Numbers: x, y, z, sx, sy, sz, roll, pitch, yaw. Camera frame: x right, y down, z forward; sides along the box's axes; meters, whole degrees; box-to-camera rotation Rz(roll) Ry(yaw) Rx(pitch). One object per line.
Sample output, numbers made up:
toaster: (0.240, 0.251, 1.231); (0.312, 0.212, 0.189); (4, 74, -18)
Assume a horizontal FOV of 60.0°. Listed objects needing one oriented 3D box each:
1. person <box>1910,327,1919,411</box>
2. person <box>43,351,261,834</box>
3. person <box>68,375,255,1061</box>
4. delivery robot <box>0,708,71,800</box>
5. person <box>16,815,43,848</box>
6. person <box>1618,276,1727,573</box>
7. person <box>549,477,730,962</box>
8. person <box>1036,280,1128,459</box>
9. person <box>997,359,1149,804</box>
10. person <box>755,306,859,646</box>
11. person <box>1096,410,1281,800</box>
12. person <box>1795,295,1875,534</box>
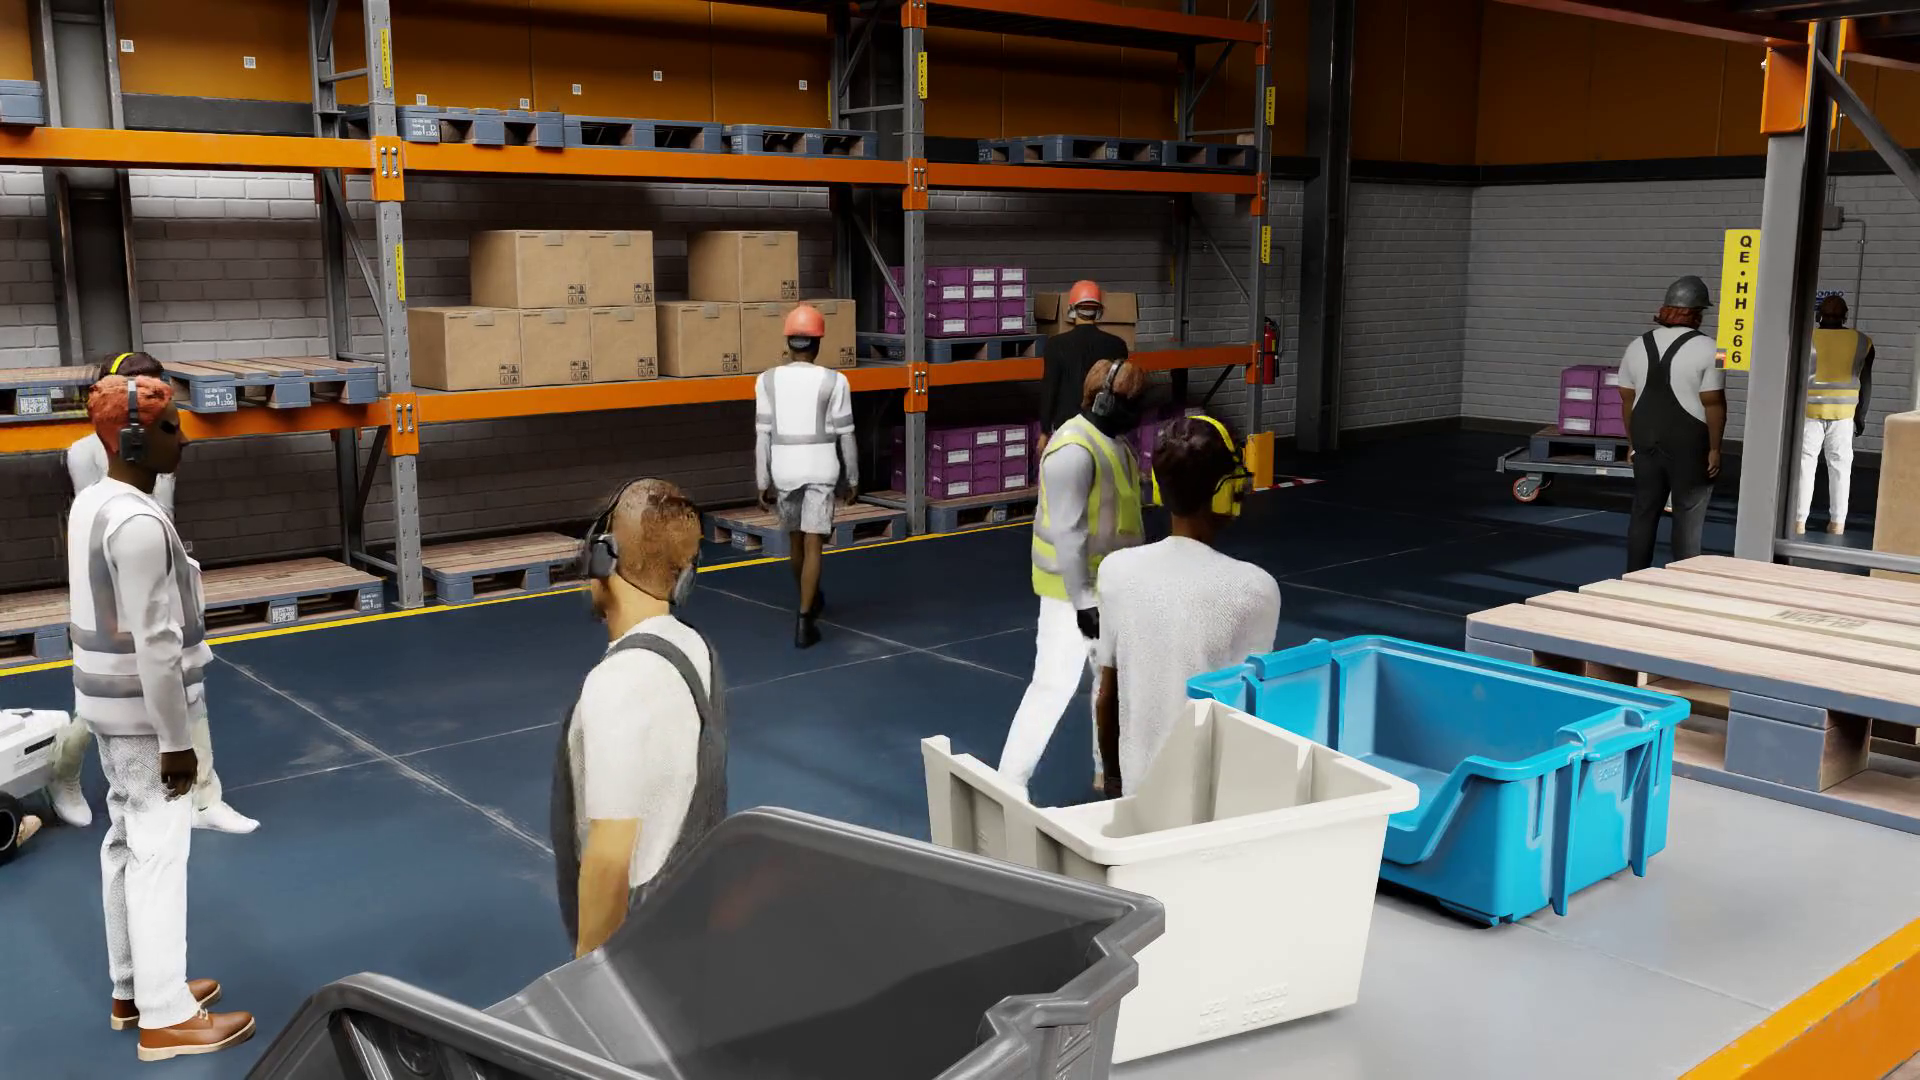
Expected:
person: (7.832, -1.056, 13.145); (0.668, 1.910, 0.544); (2, 10, 12)
person: (-3.124, 0.212, 6.257); (0.829, 1.844, 0.538); (4, 11, 22)
person: (-2.248, 0.486, 4.604); (0.337, 1.882, 0.584); (-8, 13, -38)
delivery robot: (-3.654, 0.820, 6.193); (0.477, 0.478, 0.707); (1, 10, 7)
person: (-3.896, 0.317, 5.892); (0.987, 1.777, 0.696); (-5, 11, -26)
person: (4.461, -0.612, 10.319); (0.536, 2.000, 0.673); (-6, 12, -32)
person: (-0.602, 0.797, 3.100); (0.392, 1.803, 0.626); (2, 10, 12)
person: (0.831, -0.755, 11.258); (0.628, 1.992, 0.396); (-3, 10, -15)
person: (0.479, 0.204, 6.469); (0.525, 1.799, 0.787); (5, 11, 24)
person: (-0.861, -0.388, 9.516); (0.560, 1.882, 0.969); (2, 10, 12)
person: (0.551, 0.634, 3.866); (0.548, 1.850, 0.385); (9, 14, 42)
person: (6.656, -0.960, 12.826); (0.634, 1.841, 0.429); (2, 10, 11)
